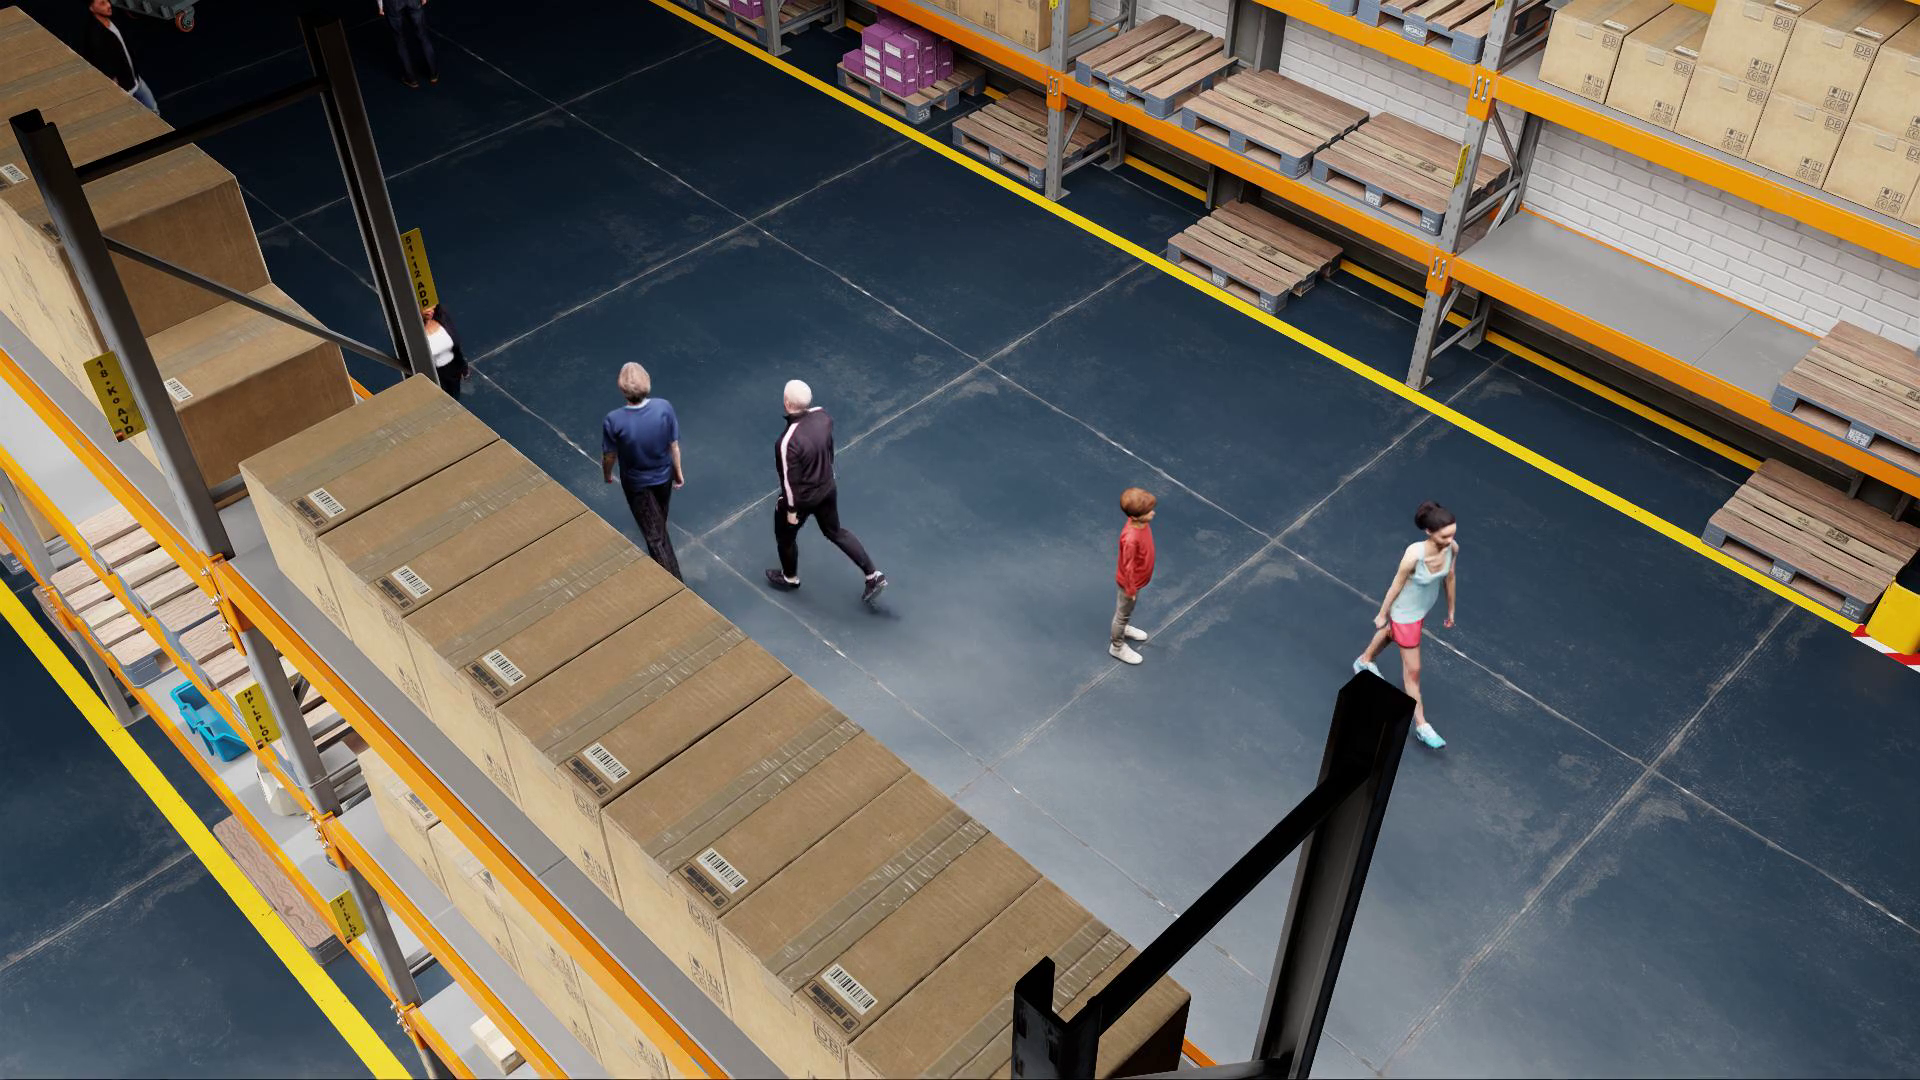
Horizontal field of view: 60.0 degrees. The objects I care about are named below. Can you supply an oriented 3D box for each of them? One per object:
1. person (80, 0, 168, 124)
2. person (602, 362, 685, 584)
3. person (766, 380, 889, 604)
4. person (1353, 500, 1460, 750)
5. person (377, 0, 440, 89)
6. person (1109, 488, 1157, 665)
[{"bbox_3d":[-7.867,-4.242,15.376,1.261,1.766,1.162,3,44,3],"label":"person"},{"bbox_3d":[-2.074,-0.342,11.240,0.906,1.824,1.247,-21,48,-21],"label":"person"},{"bbox_3d":[-0.921,-0.258,11.172,1.229,1.797,0.875,22,48,21],"label":"person"},{"bbox_3d":[2.794,0.406,10.532,0.794,1.719,1.208,-22,48,-21],"label":"person"},{"bbox_3d":[-5.575,-5.406,16.562,0.709,1.816,0.665,-21,47,-20],"label":"person"},{"bbox_3d":[1.126,0.209,10.959,0.615,1.416,0.595,12,45,13],"label":"person"}]
